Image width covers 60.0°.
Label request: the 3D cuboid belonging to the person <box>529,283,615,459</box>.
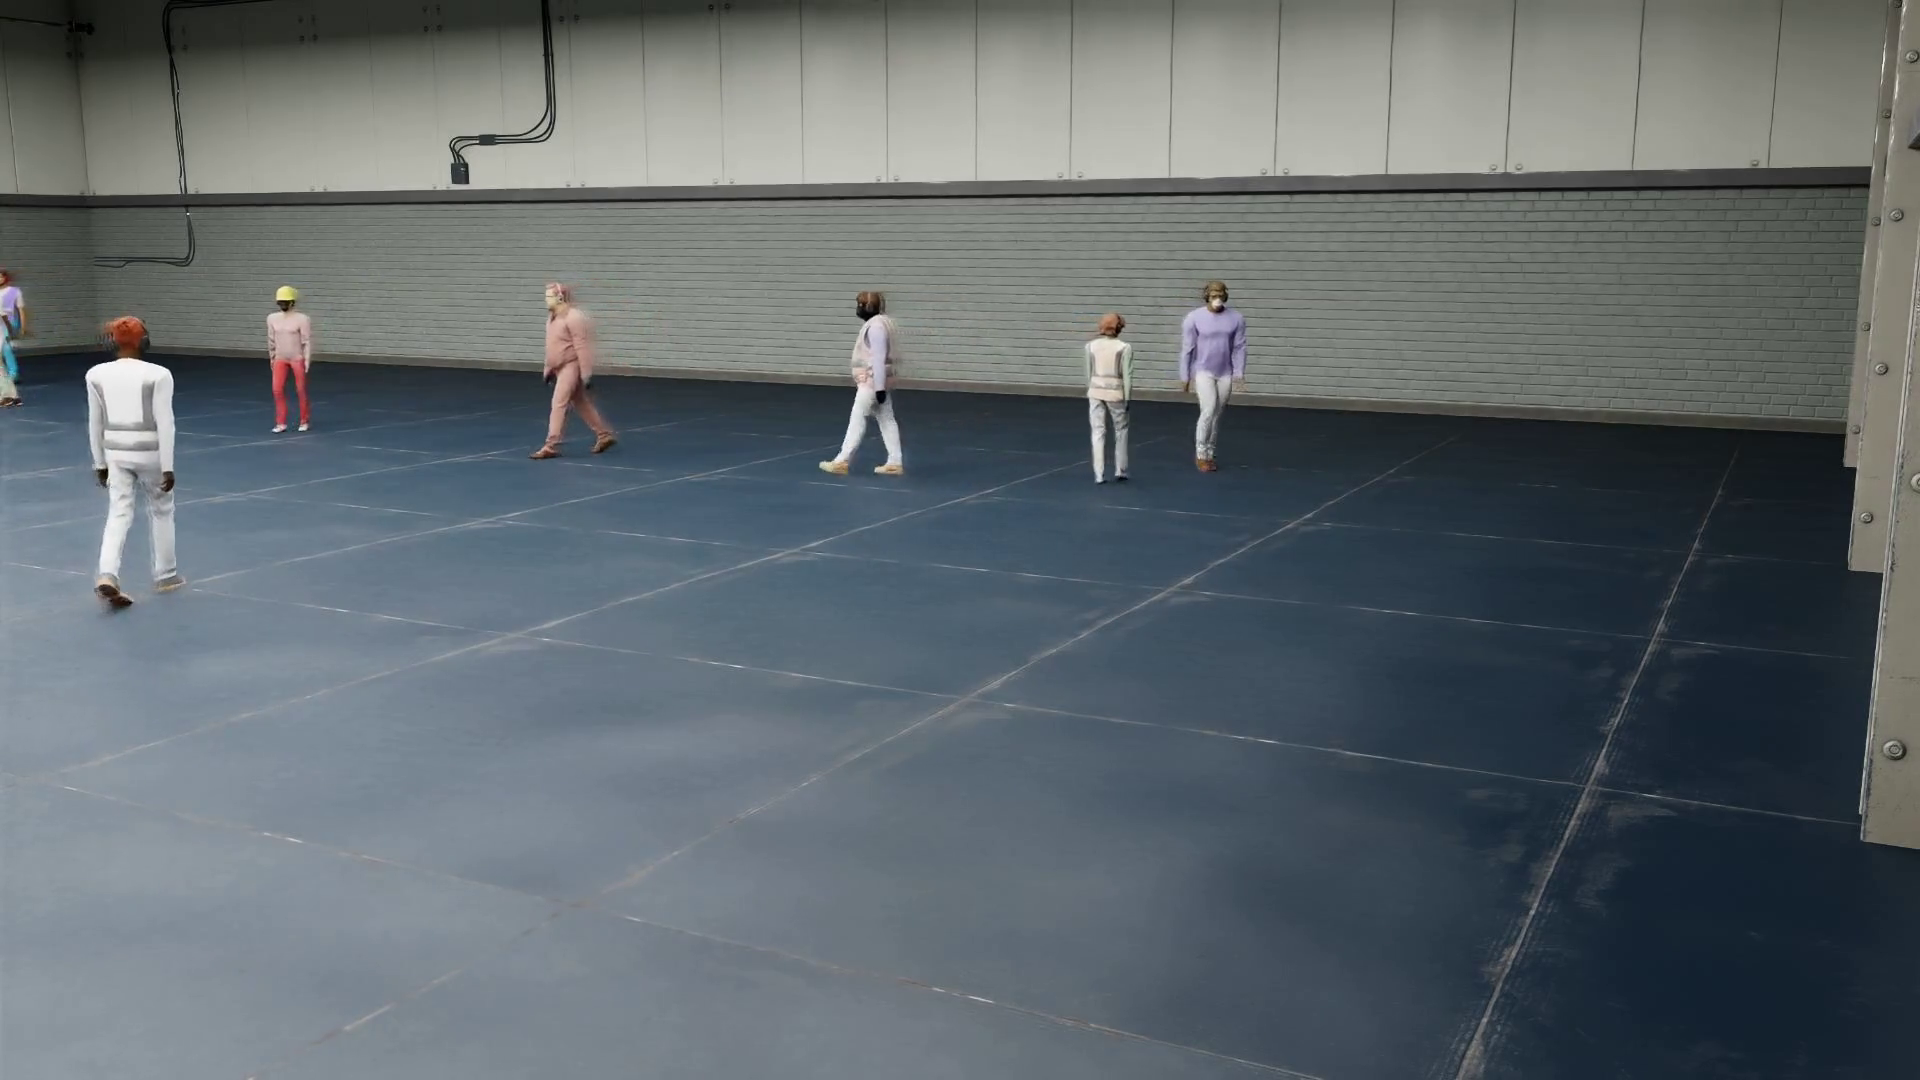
[{"bbox_3d":[-4.141,-1.809,17.733,0.992,1.859,0.652,-7,13,-34],"label":"person"}]

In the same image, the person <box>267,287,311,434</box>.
[{"bbox_3d":[-7.993,-2.132,19.788,0.541,1.735,0.735,0,10,1],"label":"person"}]

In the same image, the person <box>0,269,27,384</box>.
[{"bbox_3d":[-15.018,-3.320,26.053,0.576,1.820,0.728,2,11,9],"label":"person"}]

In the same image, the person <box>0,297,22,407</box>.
[{"bbox_3d":[-13.265,-2.729,22.816,0.515,1.820,0.637,4,11,23],"label":"person"}]

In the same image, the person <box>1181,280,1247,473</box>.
[{"bbox_3d":[2.538,-1.615,16.506,0.621,1.910,0.608,-3,11,-14],"label":"person"}]

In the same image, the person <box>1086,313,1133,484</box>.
[{"bbox_3d":[1.442,-1.351,15.865,0.508,1.612,0.636,5,11,25],"label":"person"}]

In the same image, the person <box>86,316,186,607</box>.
[{"bbox_3d":[-5.329,-0.509,10.682,0.579,1.851,0.927,0,10,-1],"label":"person"}]

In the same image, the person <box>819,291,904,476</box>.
[{"bbox_3d":[-0.971,-1.529,16.325,0.912,1.799,0.646,0,10,2],"label":"person"}]
